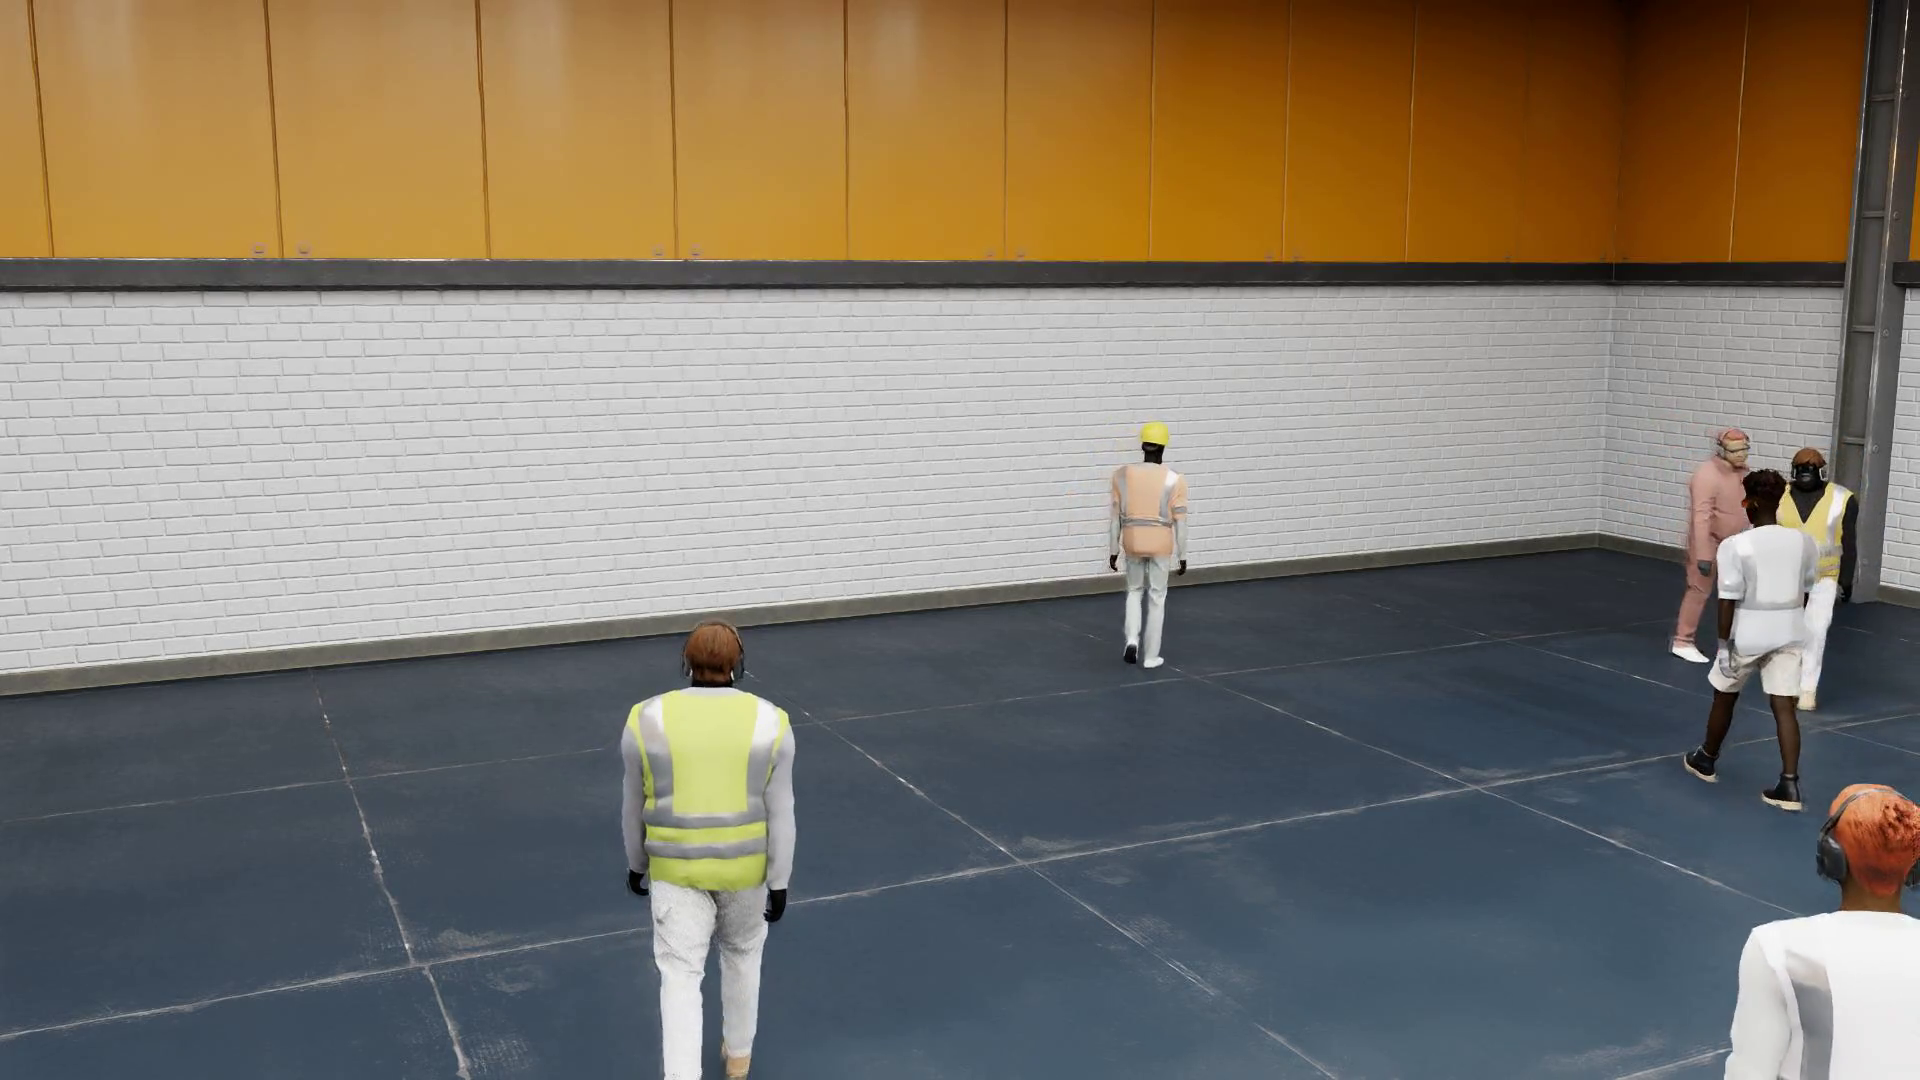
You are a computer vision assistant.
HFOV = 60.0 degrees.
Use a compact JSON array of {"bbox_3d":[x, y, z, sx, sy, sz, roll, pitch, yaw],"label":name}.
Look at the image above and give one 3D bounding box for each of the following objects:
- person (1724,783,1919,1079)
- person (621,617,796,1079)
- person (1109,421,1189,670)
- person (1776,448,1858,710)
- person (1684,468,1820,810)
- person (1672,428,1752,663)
[{"bbox_3d":[2.059,1.483,3.876,0.605,1.871,0.419,1,9,4],"label":"person"},{"bbox_3d":[-0.894,1.186,5.943,0.617,1.815,0.880,-2,9,-9],"label":"person"},{"bbox_3d":[1.446,0.047,12.675,0.605,1.908,0.424,4,10,21],"label":"person"},{"bbox_3d":[5.823,0.273,11.542,0.657,1.821,0.630,6,11,34],"label":"person"},{"bbox_3d":[4.606,0.540,9.602,0.610,1.923,0.934,0,9,0],"label":"person"},{"bbox_3d":[5.825,0.064,12.730,0.668,1.859,0.750,-4,10,-26],"label":"person"}]
